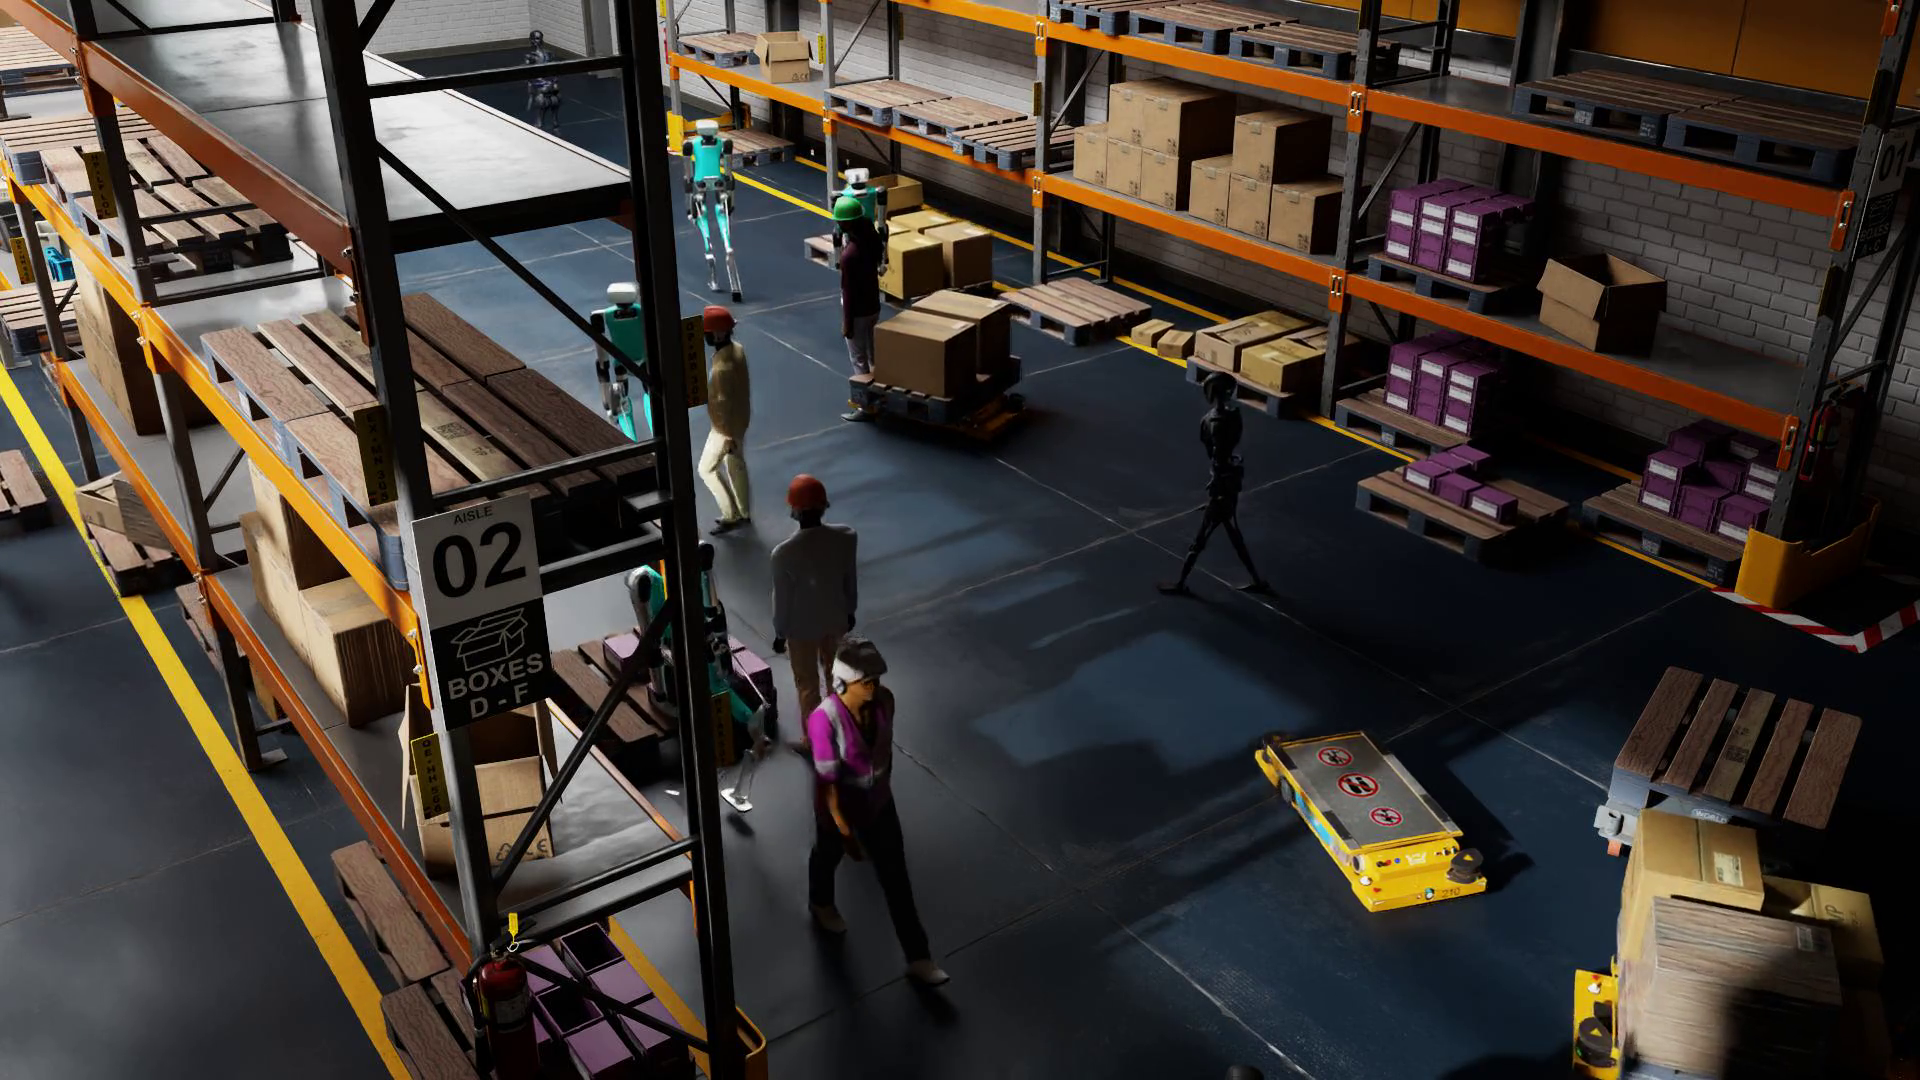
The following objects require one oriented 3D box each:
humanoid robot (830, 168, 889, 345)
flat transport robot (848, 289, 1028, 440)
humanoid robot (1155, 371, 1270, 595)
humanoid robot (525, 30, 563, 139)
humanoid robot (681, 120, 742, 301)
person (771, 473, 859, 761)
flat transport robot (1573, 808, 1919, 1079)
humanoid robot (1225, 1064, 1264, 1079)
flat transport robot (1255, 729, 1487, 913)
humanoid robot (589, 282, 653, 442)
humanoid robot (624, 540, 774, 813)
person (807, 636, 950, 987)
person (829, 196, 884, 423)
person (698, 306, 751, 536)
[{"bbox_3d":[-0.972,-2.644,15.706,0.545,1.857,0.754,-7,27,-13],"label":"humanoid robot"},{"bbox_3d":[-0.197,-1.184,14.343,1.431,0.231,0.659,15,31,28],"label":"flat transport robot"},{"bbox_3d":[1.750,-0.369,11.206,0.784,1.621,0.608,5,27,10],"label":"humanoid robot"},{"bbox_3d":[-5.557,-5.995,22.336,0.381,1.637,0.593,13,30,25],"label":"humanoid robot"},{"bbox_3d":[-2.474,-3.302,16.981,0.550,1.832,0.876,-10,28,-19],"label":"humanoid robot"},{"bbox_3d":[-0.832,0.440,9.471,0.572,1.750,0.363,-20,33,-34],"label":"person"},{"bbox_3d":[3.515,2.278,7.457,1.431,0.231,0.659,9,28,17],"label":"flat transport robot"},{"bbox_3d":[0.880,2.414,5.624,0.608,1.653,0.465,-5,27,-9],"label":"humanoid robot"},{"bbox_3d":[2.205,1.471,9.061,0.659,0.231,1.431,-7,28,-14],"label":"flat transport robot"},{"bbox_3d":[-2.403,-1.004,12.355,0.552,1.730,1.025,-6,27,-12],"label":"humanoid robot"},{"bbox_3d":[-1.322,0.789,8.820,0.838,1.795,0.560,22,34,36],"label":"humanoid robot"},{"bbox_3d":[-0.463,1.245,7.816,0.492,1.787,1.007,-18,32,-31],"label":"person"},{"bbox_3d":[-0.855,-1.929,13.979,0.450,1.934,0.483,12,29,23],"label":"person"},{"bbox_3d":[-1.734,-0.872,12.080,0.421,1.736,0.579,2,27,5],"label":"person"}]
